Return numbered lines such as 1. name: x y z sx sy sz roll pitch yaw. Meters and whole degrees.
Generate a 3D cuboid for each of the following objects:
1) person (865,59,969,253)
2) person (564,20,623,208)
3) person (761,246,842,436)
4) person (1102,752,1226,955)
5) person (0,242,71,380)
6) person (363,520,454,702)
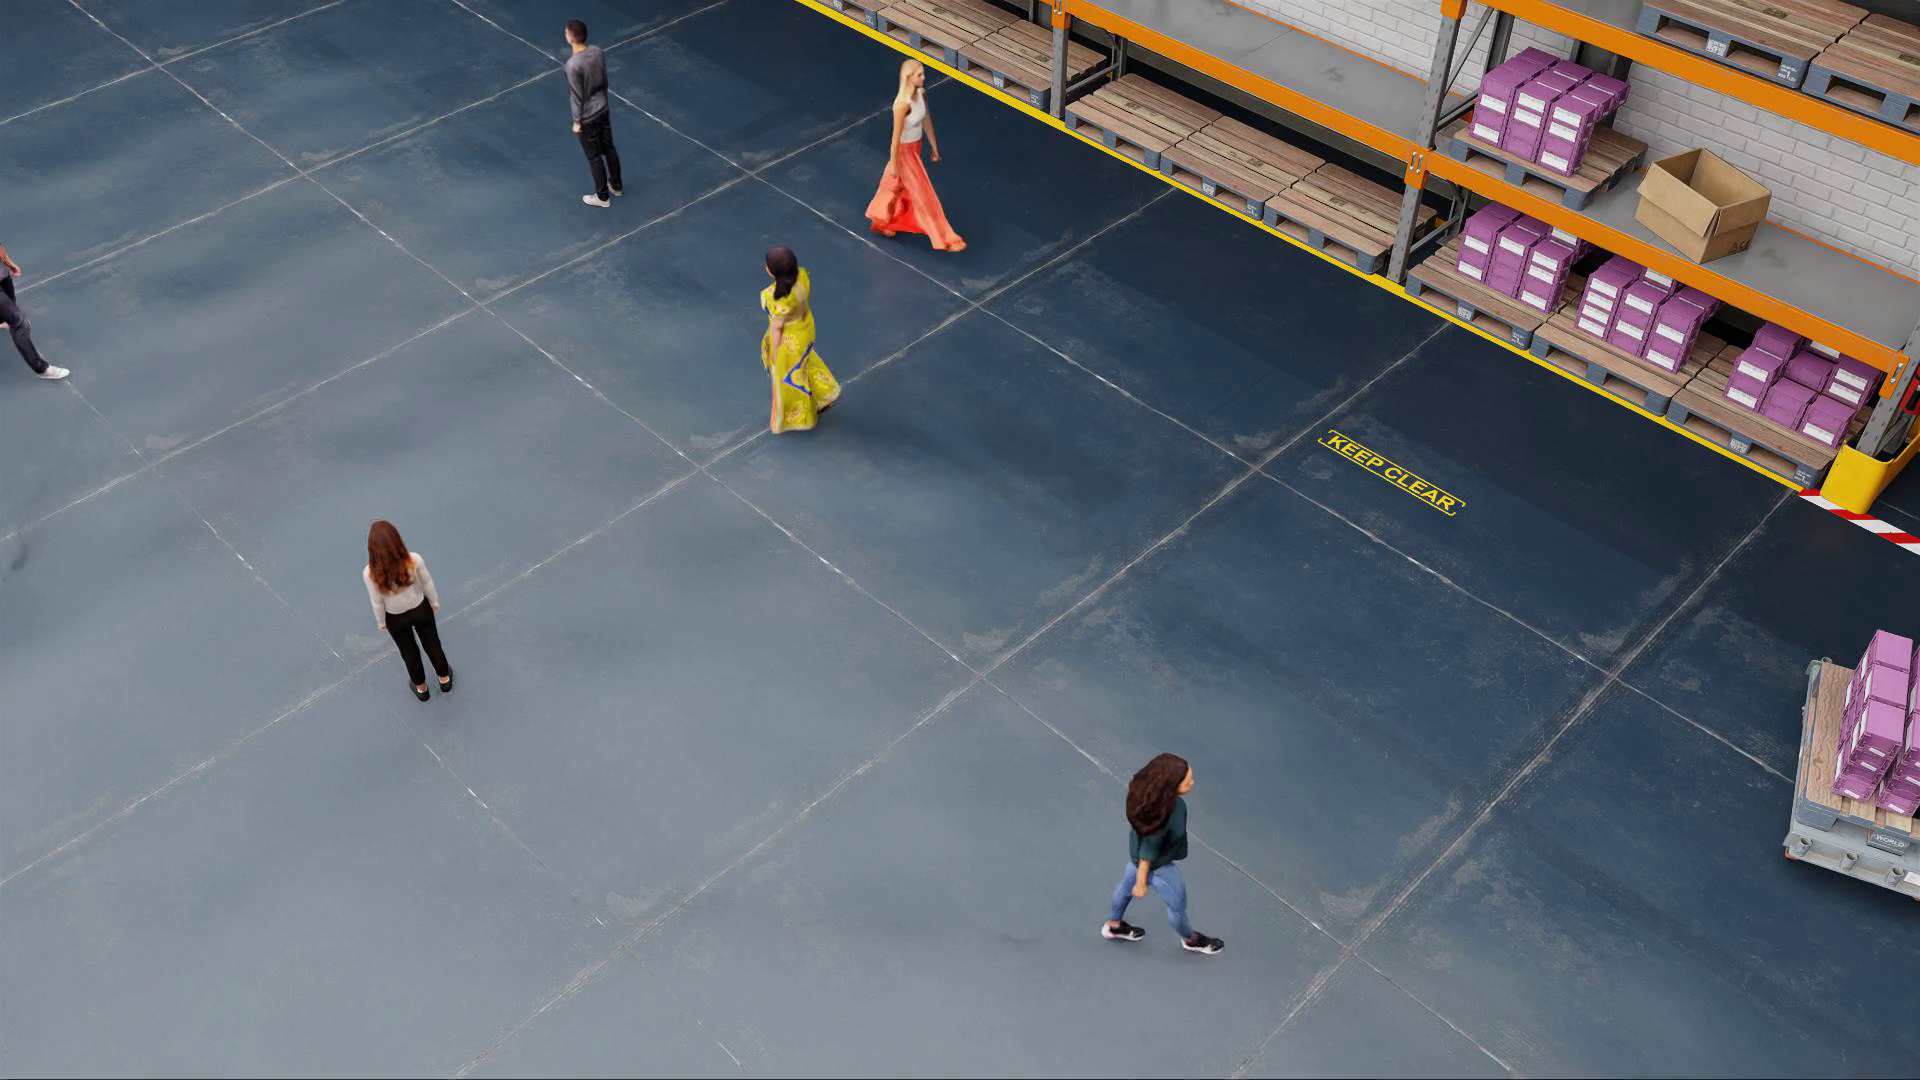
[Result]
1. person: -0.525 -3.308 14.329 1.359 1.739 0.965 18 46 18
2. person: -3.283 -3.809 14.839 0.627 1.760 0.671 22 48 22
3. person: -1.192 -1.492 12.488 1.004 1.649 0.911 14 45 14
4. person: 0.979 1.728 9.149 1.027 1.593 0.926 5 44 5
5. person: -7.654 -2.038 12.934 1.144 1.824 1.100 -1 44 -1
6. person: -3.505 0.456 10.562 0.600 1.485 0.578 -20 47 -20
